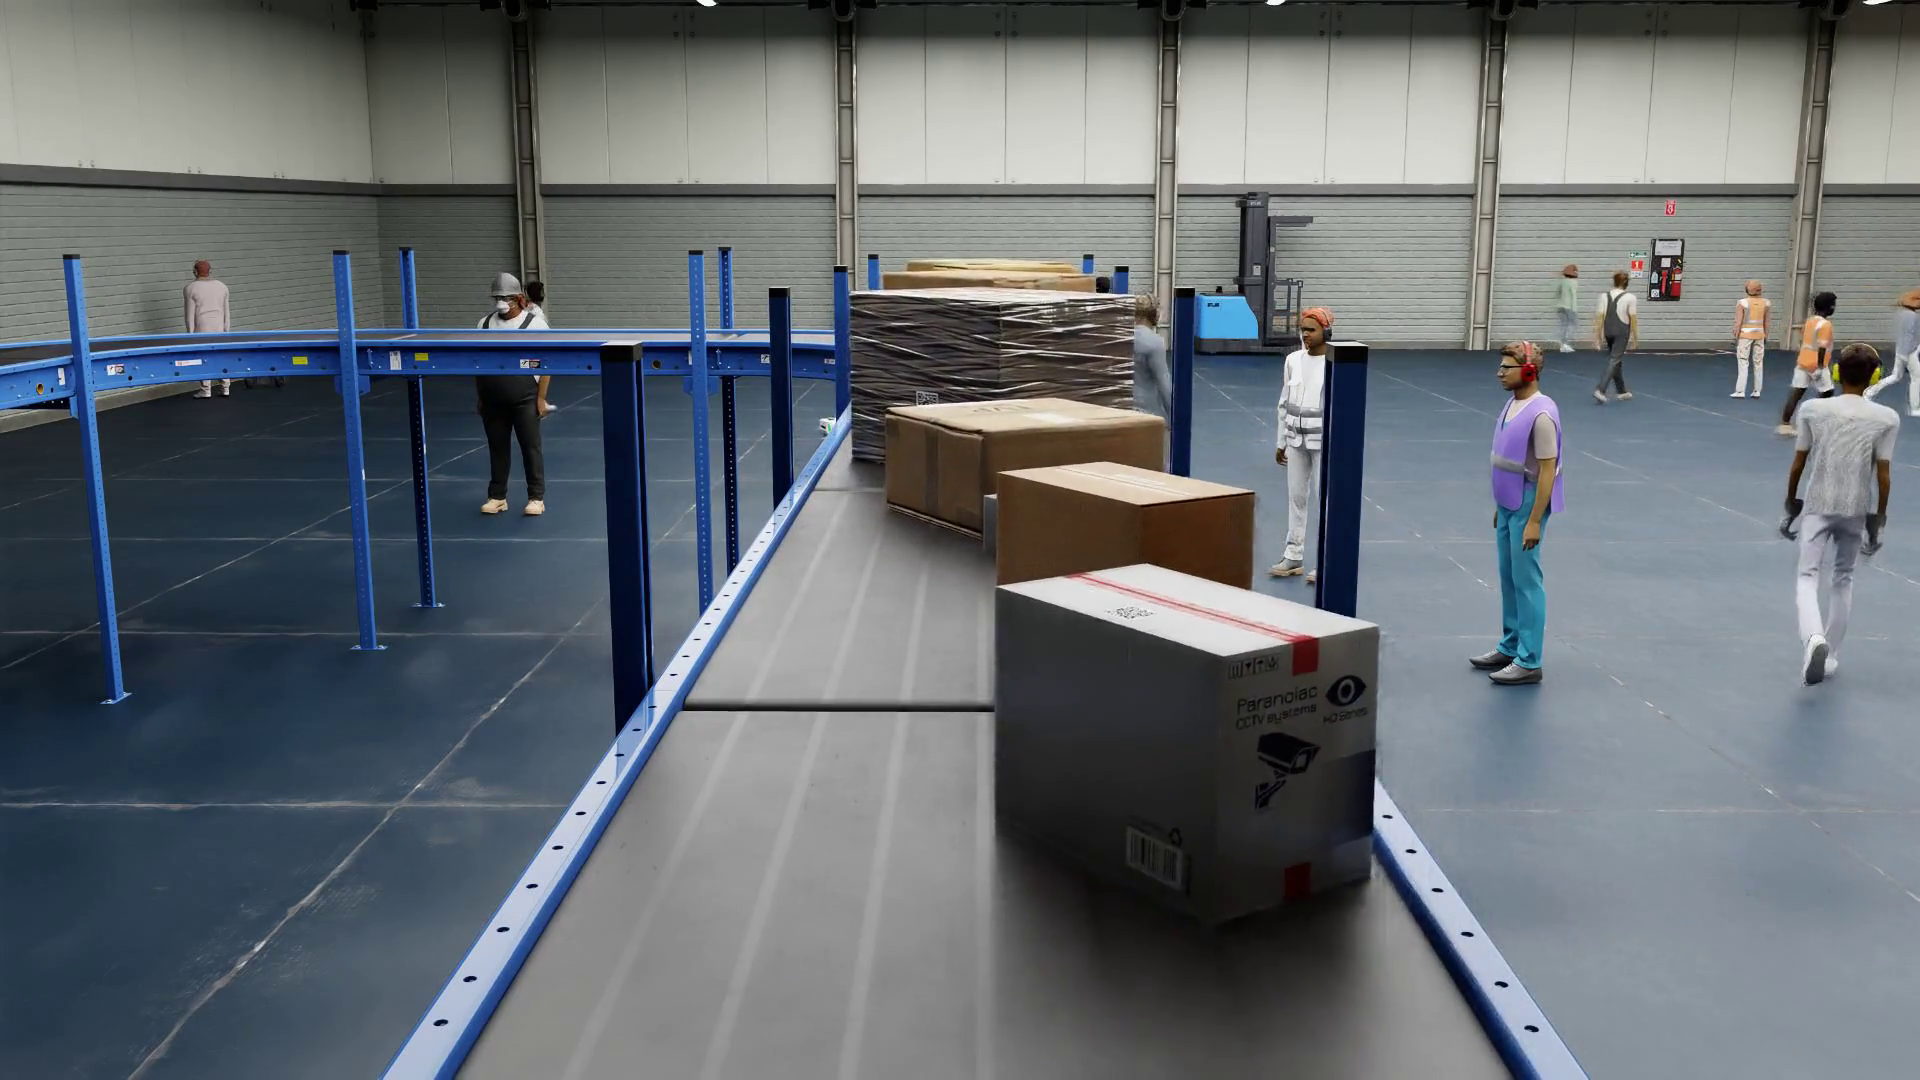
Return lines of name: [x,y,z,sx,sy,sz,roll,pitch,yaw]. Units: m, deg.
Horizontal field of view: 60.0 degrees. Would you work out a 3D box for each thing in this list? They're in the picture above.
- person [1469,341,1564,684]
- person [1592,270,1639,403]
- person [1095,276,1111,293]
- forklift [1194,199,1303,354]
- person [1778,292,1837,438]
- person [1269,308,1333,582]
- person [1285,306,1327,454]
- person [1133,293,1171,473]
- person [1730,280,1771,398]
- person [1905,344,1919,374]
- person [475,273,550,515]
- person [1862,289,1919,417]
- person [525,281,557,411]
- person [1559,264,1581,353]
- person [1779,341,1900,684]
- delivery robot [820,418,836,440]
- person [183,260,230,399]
person: [3.056,-0.152,9.020,0.372,1.839,0.570,0,11,0]
person: [8.904,-2.765,22.581,0.975,1.806,0.520,-7,13,-32]
person: [1.953,-2.810,23.095,0.507,1.677,0.553,6,12,26]
forklift: [5.313,-4.851,30.603,1.873,2.768,1.129,0,11,1]
person: [9.753,-1.971,18.828,0.834,1.646,0.545,0,11,1]
person: [2.433,-0.657,11.511,0.355,1.883,0.575,-11,15,-43]
person: [3.517,-1.528,16.653,0.372,1.620,0.510,1,11,4]
person: [1.547,-1.084,13.698,1.050,1.875,0.655,-5,12,-23]
person: [10.960,-2.783,23.067,0.518,1.636,0.312,-1,11,-5]
person: [15.474,-3.477,26.395,0.828,1.730,0.518,-2,11,-9]
person: [-3.800,-1.209,14.047,0.683,2.000,0.538,2,11,9]
person: [11.933,-2.380,21.083,0.782,1.608,0.501,3,12,17]
person: [-5.503,-2.500,21.491,0.431,1.679,0.543,-5,12,-23]
person: [11.274,-4.276,30.742,0.362,1.619,0.533,-3,11,-14]
person: [4.693,-0.136,8.919,0.517,1.853,0.760,5,12,24]
delivery robot: [-1.103,-1.173,17.451,0.707,0.478,0.477,-4,12,-21]
person: [-10.464,-2.926,23.107,0.408,1.908,0.641,8,13,35]
